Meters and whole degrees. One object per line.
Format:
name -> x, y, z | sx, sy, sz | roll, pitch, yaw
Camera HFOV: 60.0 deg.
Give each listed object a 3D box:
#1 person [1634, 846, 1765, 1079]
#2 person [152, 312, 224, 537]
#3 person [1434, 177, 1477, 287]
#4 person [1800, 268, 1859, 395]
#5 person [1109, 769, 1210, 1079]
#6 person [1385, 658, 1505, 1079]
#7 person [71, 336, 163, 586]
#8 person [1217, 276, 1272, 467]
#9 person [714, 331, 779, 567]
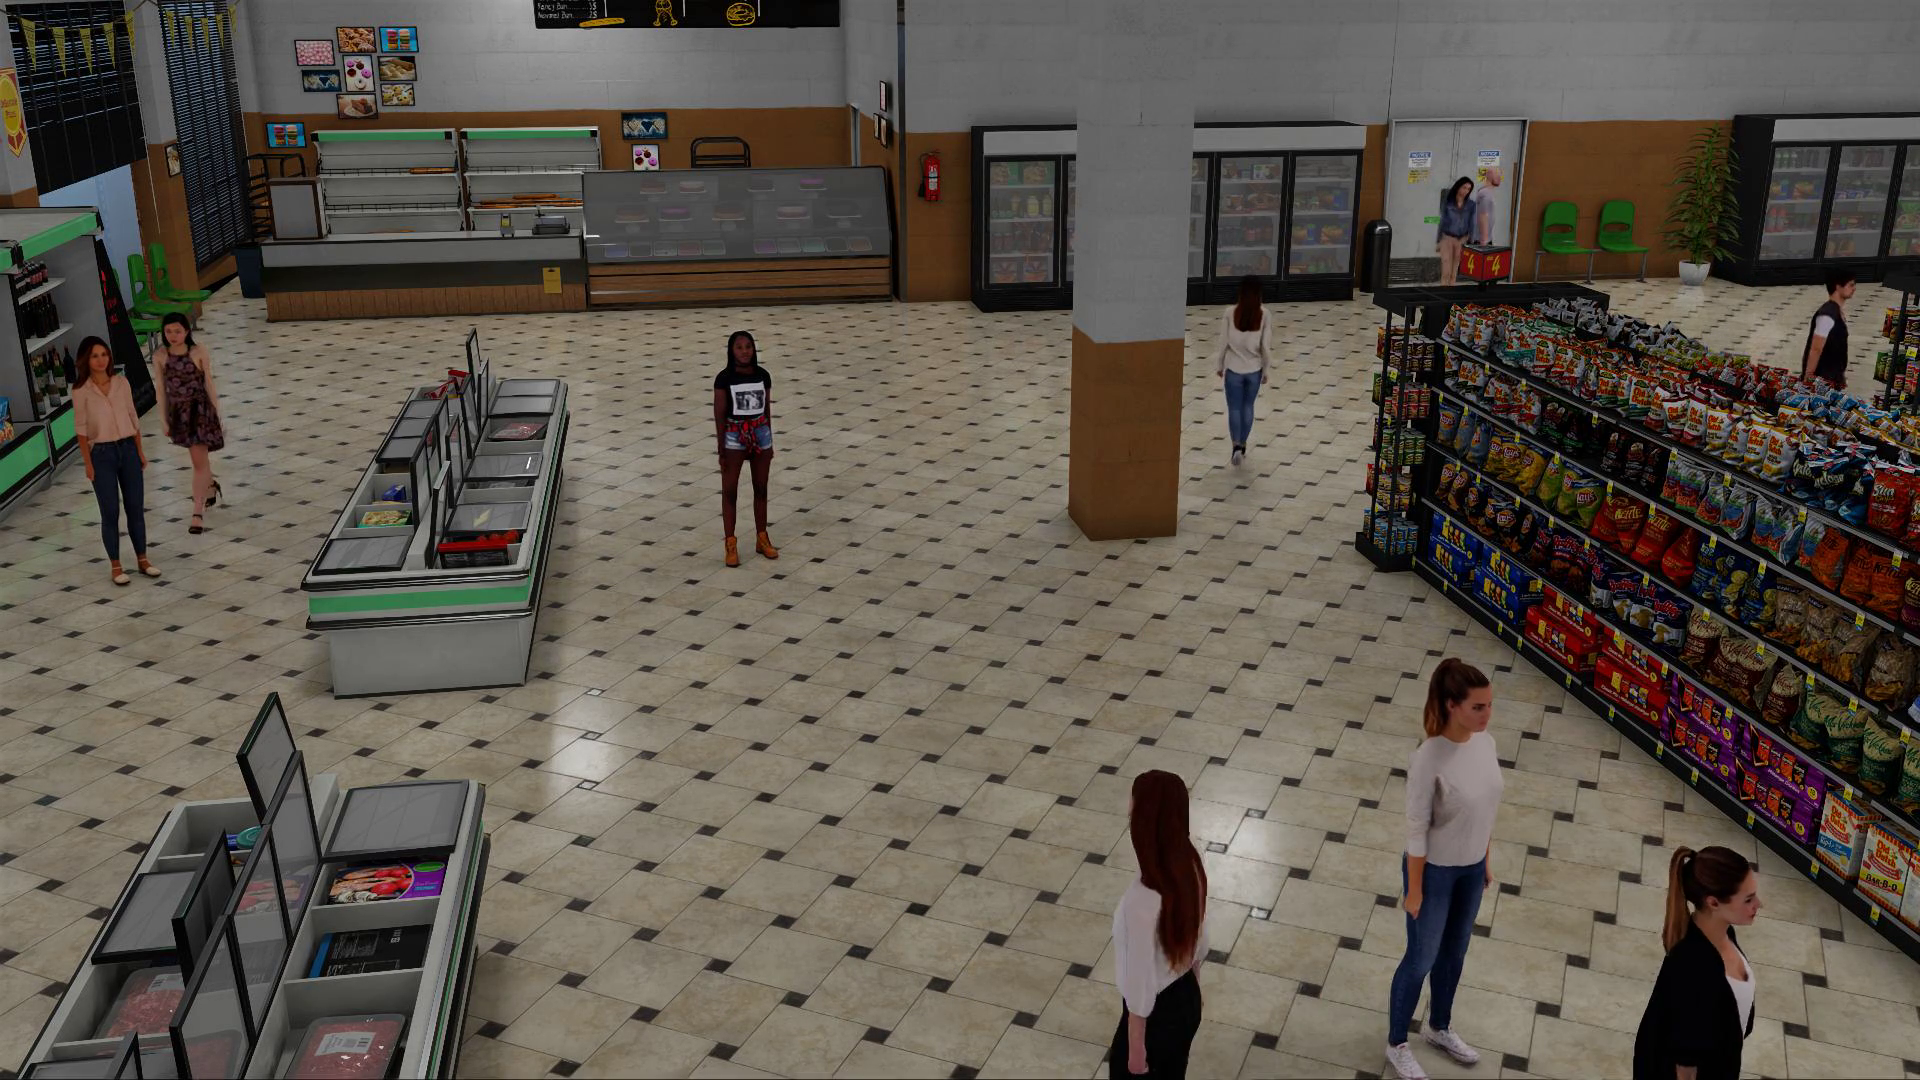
person -> 2.208, 1.694, 5.251 | 0.974, 1.670, 0.936 | 10, 21, 28
person -> -5.941, -0.896, 12.931 | 0.614, 1.671, 1.299 | -2, 19, -7
person -> 6.329, -3.789, 21.412 | 0.787, 1.734, 0.982 | 5, 19, 14
person -> 7.214, -1.385, 14.179 | 1.220, 1.799, 1.224 | 10, 21, 28
person -> 0.728, 1.595, 5.429 | 1.026, 1.744, 0.990 | 10, 21, 27
person -> 1.871, 1.271, 6.423 | 0.685, 1.722, 0.668 | -10, 21, -28
person -> -6.009, -0.576, 11.794 | 0.708, 1.791, 0.663 | 15, 24, 38
person -> 2.486, -1.454, 14.593 | 0.830, 1.665, 1.147 | 2, 19, 7
person -> -1.579, -0.690, 12.228 | 0.683, 1.728, 0.697 | -10, 21, -27
